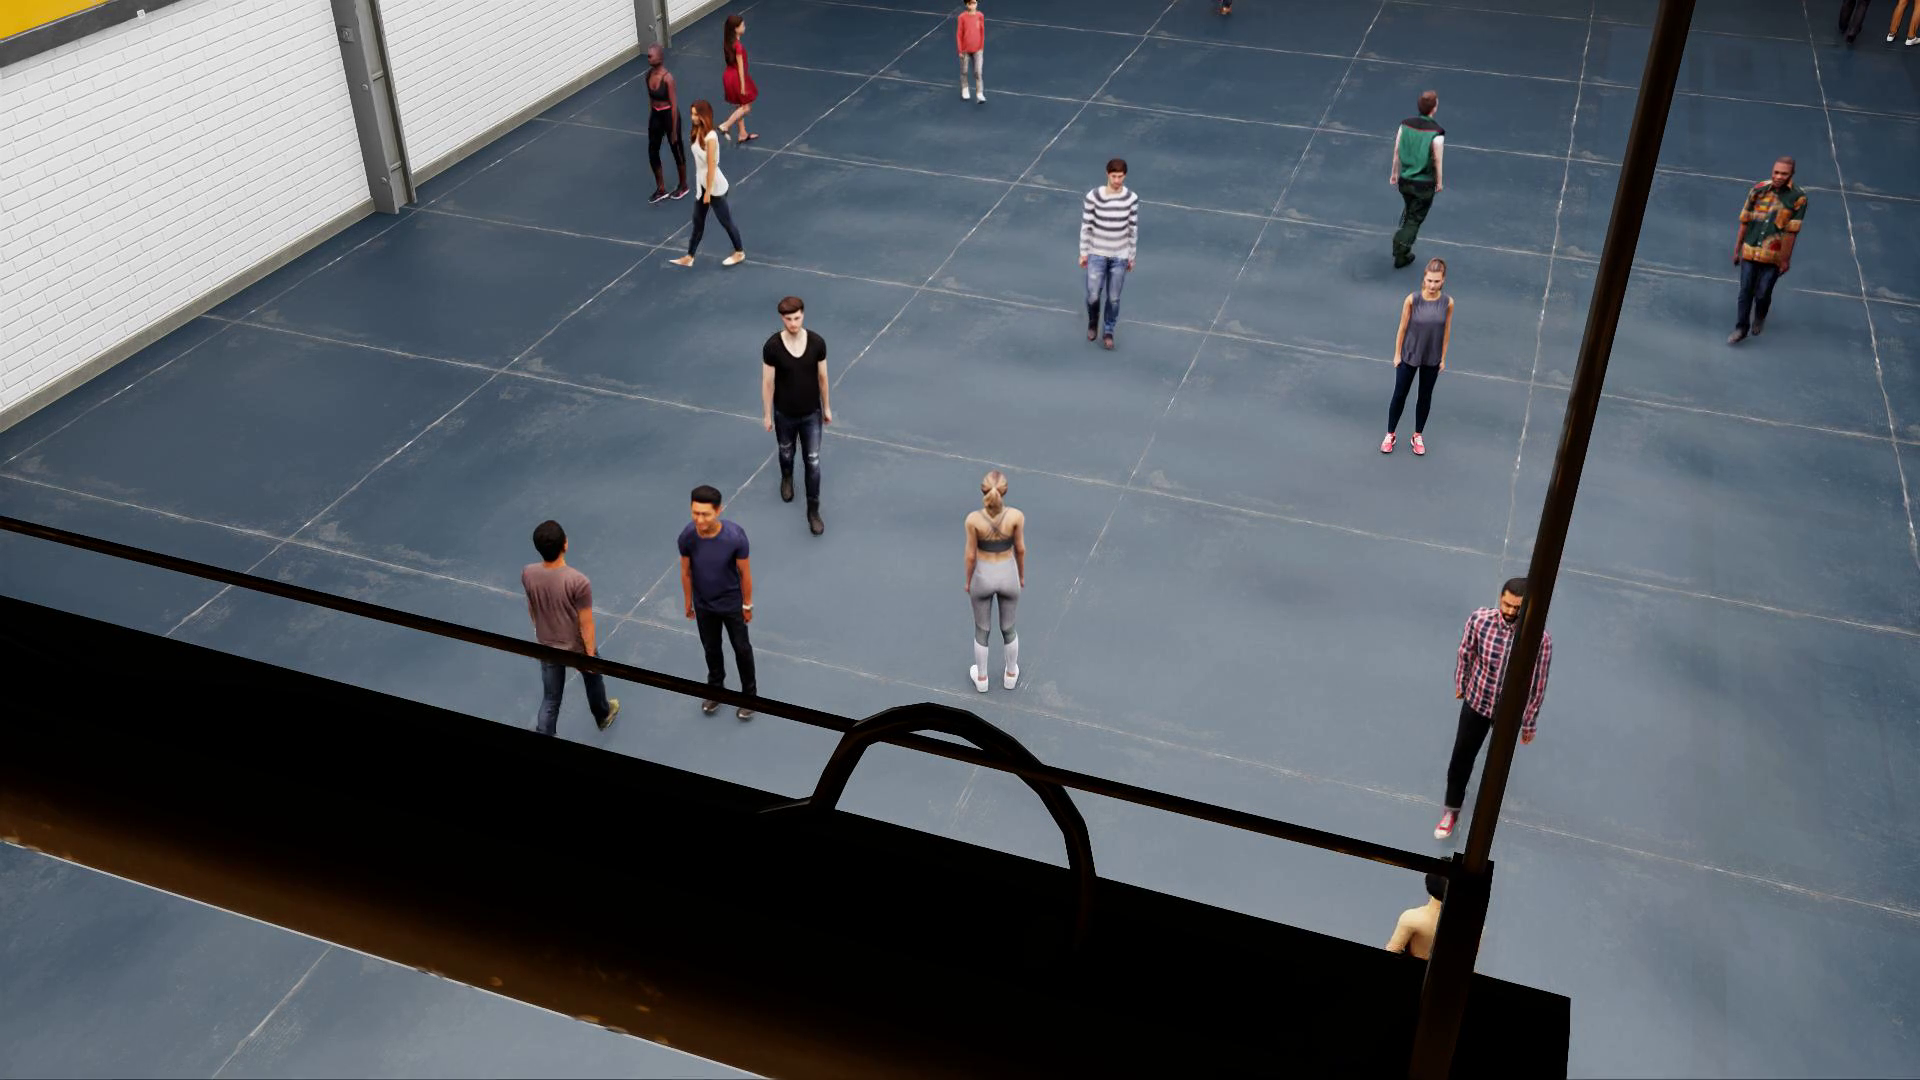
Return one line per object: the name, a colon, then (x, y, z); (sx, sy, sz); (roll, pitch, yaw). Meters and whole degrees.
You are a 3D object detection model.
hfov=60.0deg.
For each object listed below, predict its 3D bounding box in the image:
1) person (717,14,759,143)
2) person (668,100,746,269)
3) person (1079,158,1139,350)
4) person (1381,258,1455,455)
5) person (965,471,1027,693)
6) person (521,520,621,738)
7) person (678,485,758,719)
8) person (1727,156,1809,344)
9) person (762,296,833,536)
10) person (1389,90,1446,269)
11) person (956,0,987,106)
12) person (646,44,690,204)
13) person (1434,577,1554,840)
person: (-2.713, -5.463, 19.807); (0.875, 1.546, 0.790); (-18, 38, -25)
person: (-2.417, -3.579, 16.788); (1.109, 1.752, 0.969); (-20, 39, -28)
person: (1.356, -2.672, 15.344); (0.790, 1.839, 0.817); (-2, 34, -2)
person: (3.794, -1.505, 13.692); (0.608, 1.724, 0.585); (5, 34, 7)
person: (0.233, 0.277, 11.029); (0.650, 1.704, 0.678); (-3, 34, -5)
person: (-2.508, 0.720, 10.337); (0.718, 1.732, 1.175); (8, 34, 12)
person: (-1.545, 0.379, 10.801); (0.661, 1.788, 0.600); (6, 34, 9)
person: (7.495, -2.698, 15.421); (0.838, 1.796, 0.891); (28, 43, 35)
person: (-1.272, -1.042, 12.848); (1.019, 1.887, 1.198); (-5, 34, -7)
person: (4.569, -3.608, 16.759); (0.825, 1.832, 0.785); (-24, 41, -32)
person: (0.114, -6.277, 21.177); (0.827, 1.386, 0.993); (-6, 34, -10)
person: (-3.176, -4.636, 18.385); (0.734, 1.745, 0.894); (19, 38, 26)
person: (3.253, 0.932, 10.017); (0.779, 1.733, 0.987); (15, 36, 21)
